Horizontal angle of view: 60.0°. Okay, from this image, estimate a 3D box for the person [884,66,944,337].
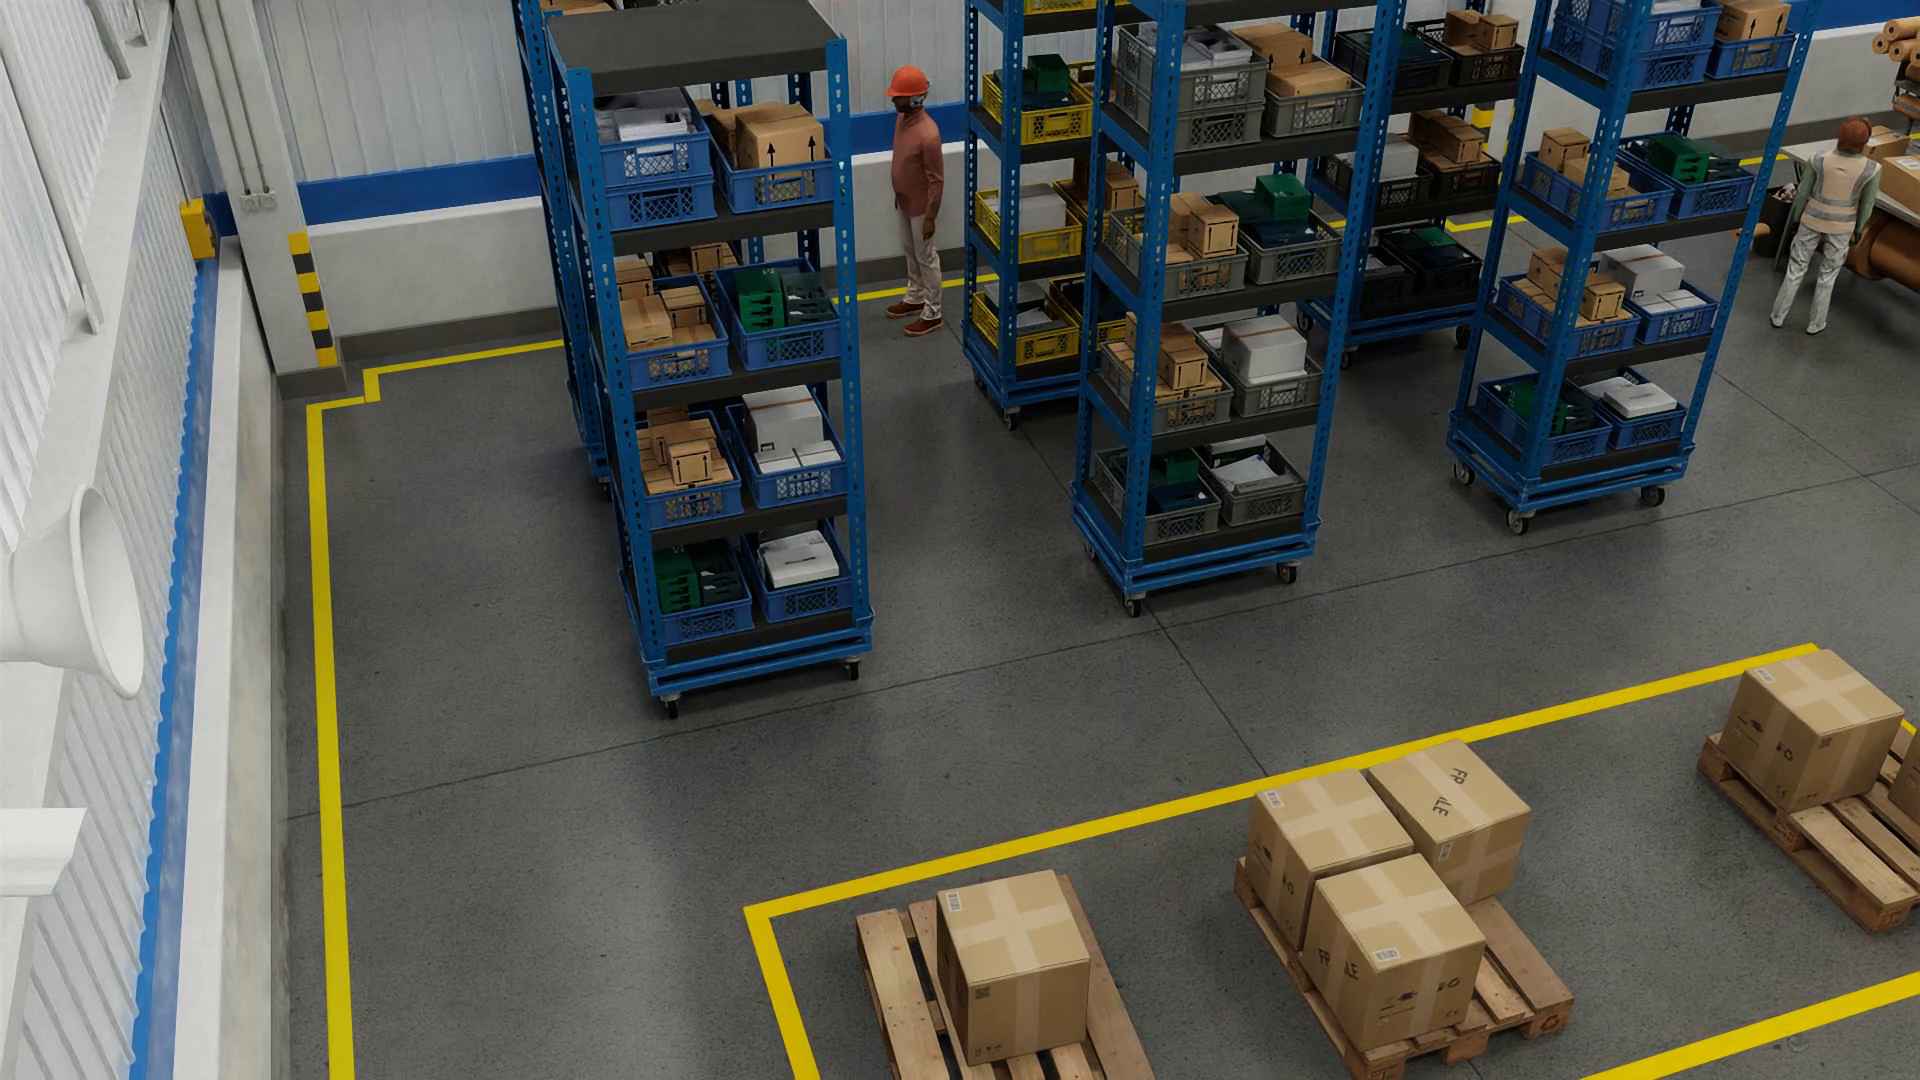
[{"bbox_3d":[-0.335,-2.445,12.014,0.394,1.992,0.622,-15,38,-20],"label":"person"}]

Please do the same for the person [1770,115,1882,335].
[{"bbox_3d":[6.288,-2.273,12.071,0.514,1.644,0.307,19,40,25],"label":"person"}]
